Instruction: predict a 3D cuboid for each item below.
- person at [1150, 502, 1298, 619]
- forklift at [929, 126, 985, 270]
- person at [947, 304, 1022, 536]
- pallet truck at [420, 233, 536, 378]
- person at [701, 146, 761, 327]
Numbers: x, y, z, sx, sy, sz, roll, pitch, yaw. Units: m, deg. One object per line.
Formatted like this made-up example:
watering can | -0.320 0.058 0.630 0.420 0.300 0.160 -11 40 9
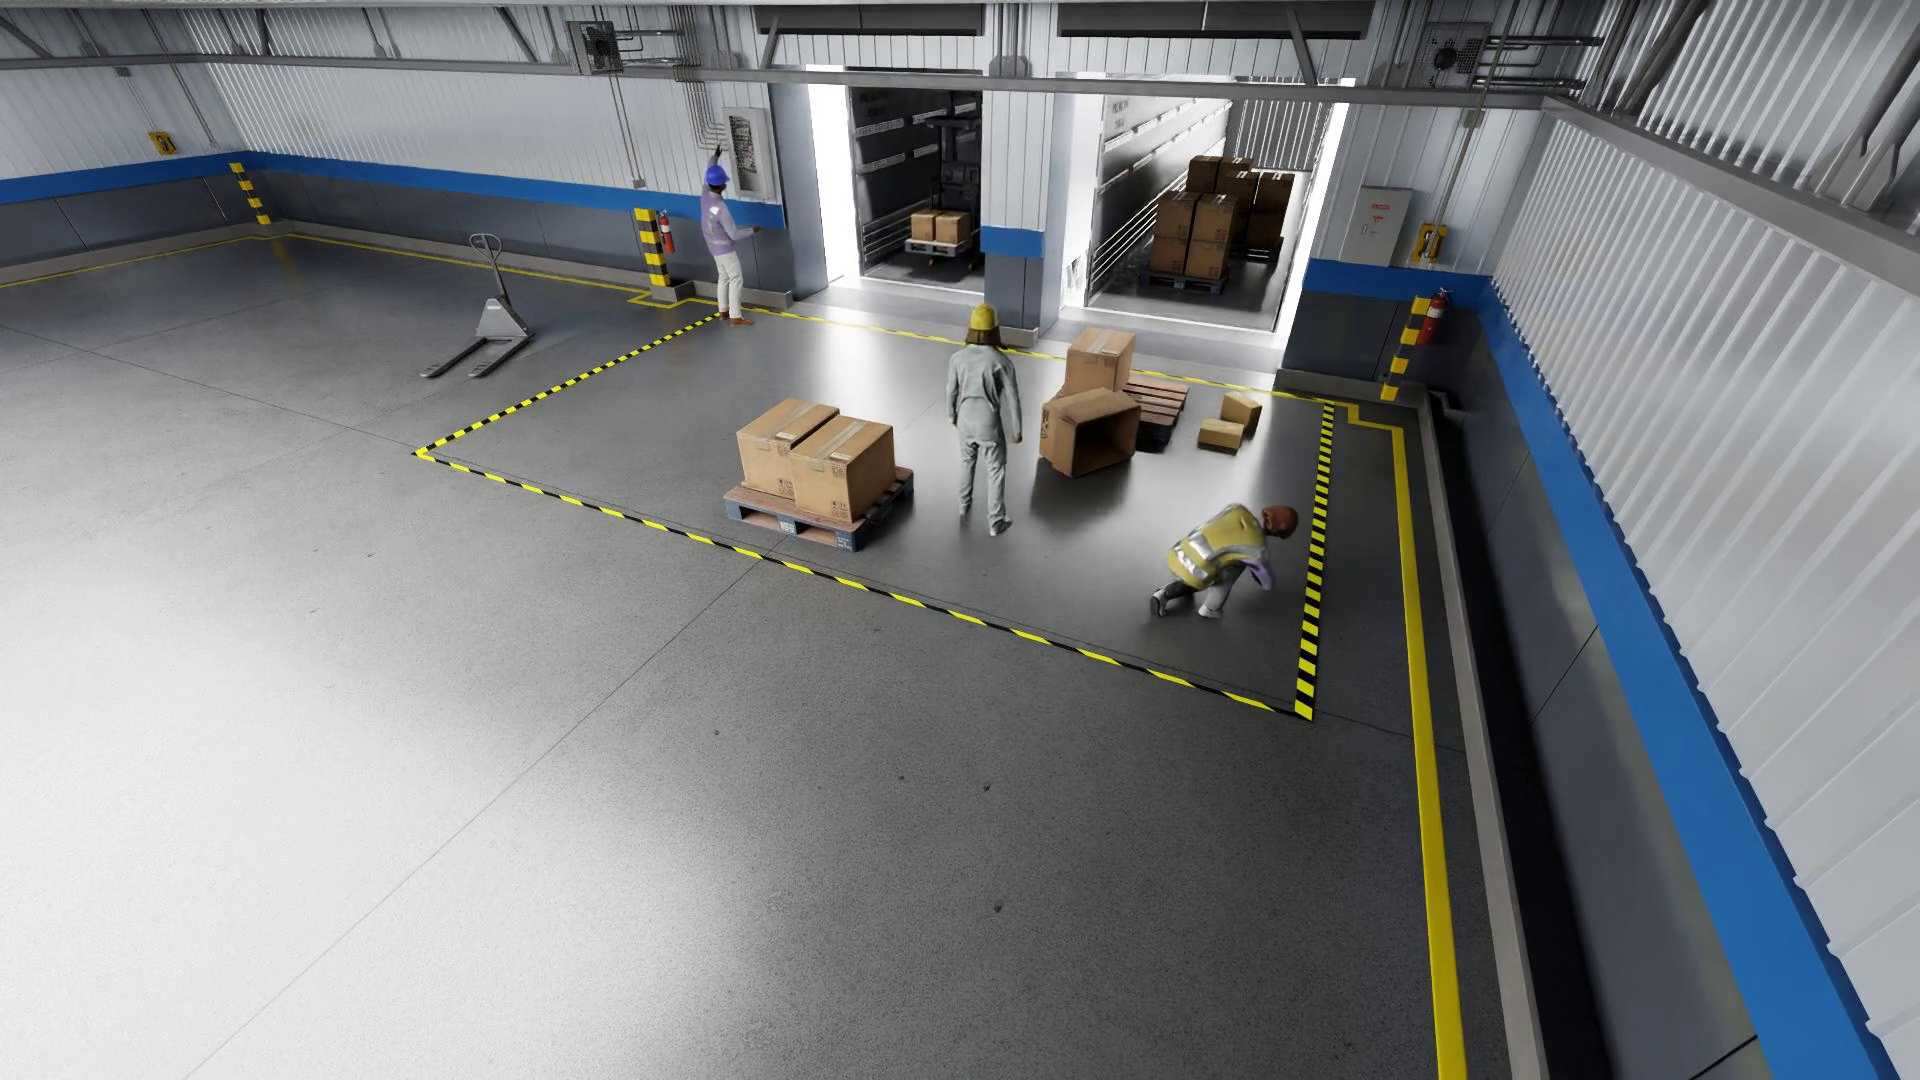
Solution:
person | 1.691 0.128 4.844 0.917 0.836 0.611 -13 37 -17
forklift | 0.200 -5.626 11.827 0.716 2.013 0.776 15 38 20
person | 0.169 -0.879 5.501 0.642 1.681 0.533 15 38 20
pallet truck | -5.664 -2.712 8.427 0.680 1.201 1.601 0 35 -1
person | -2.956 -3.837 9.358 0.681 1.995 1.071 -22 41 -27
